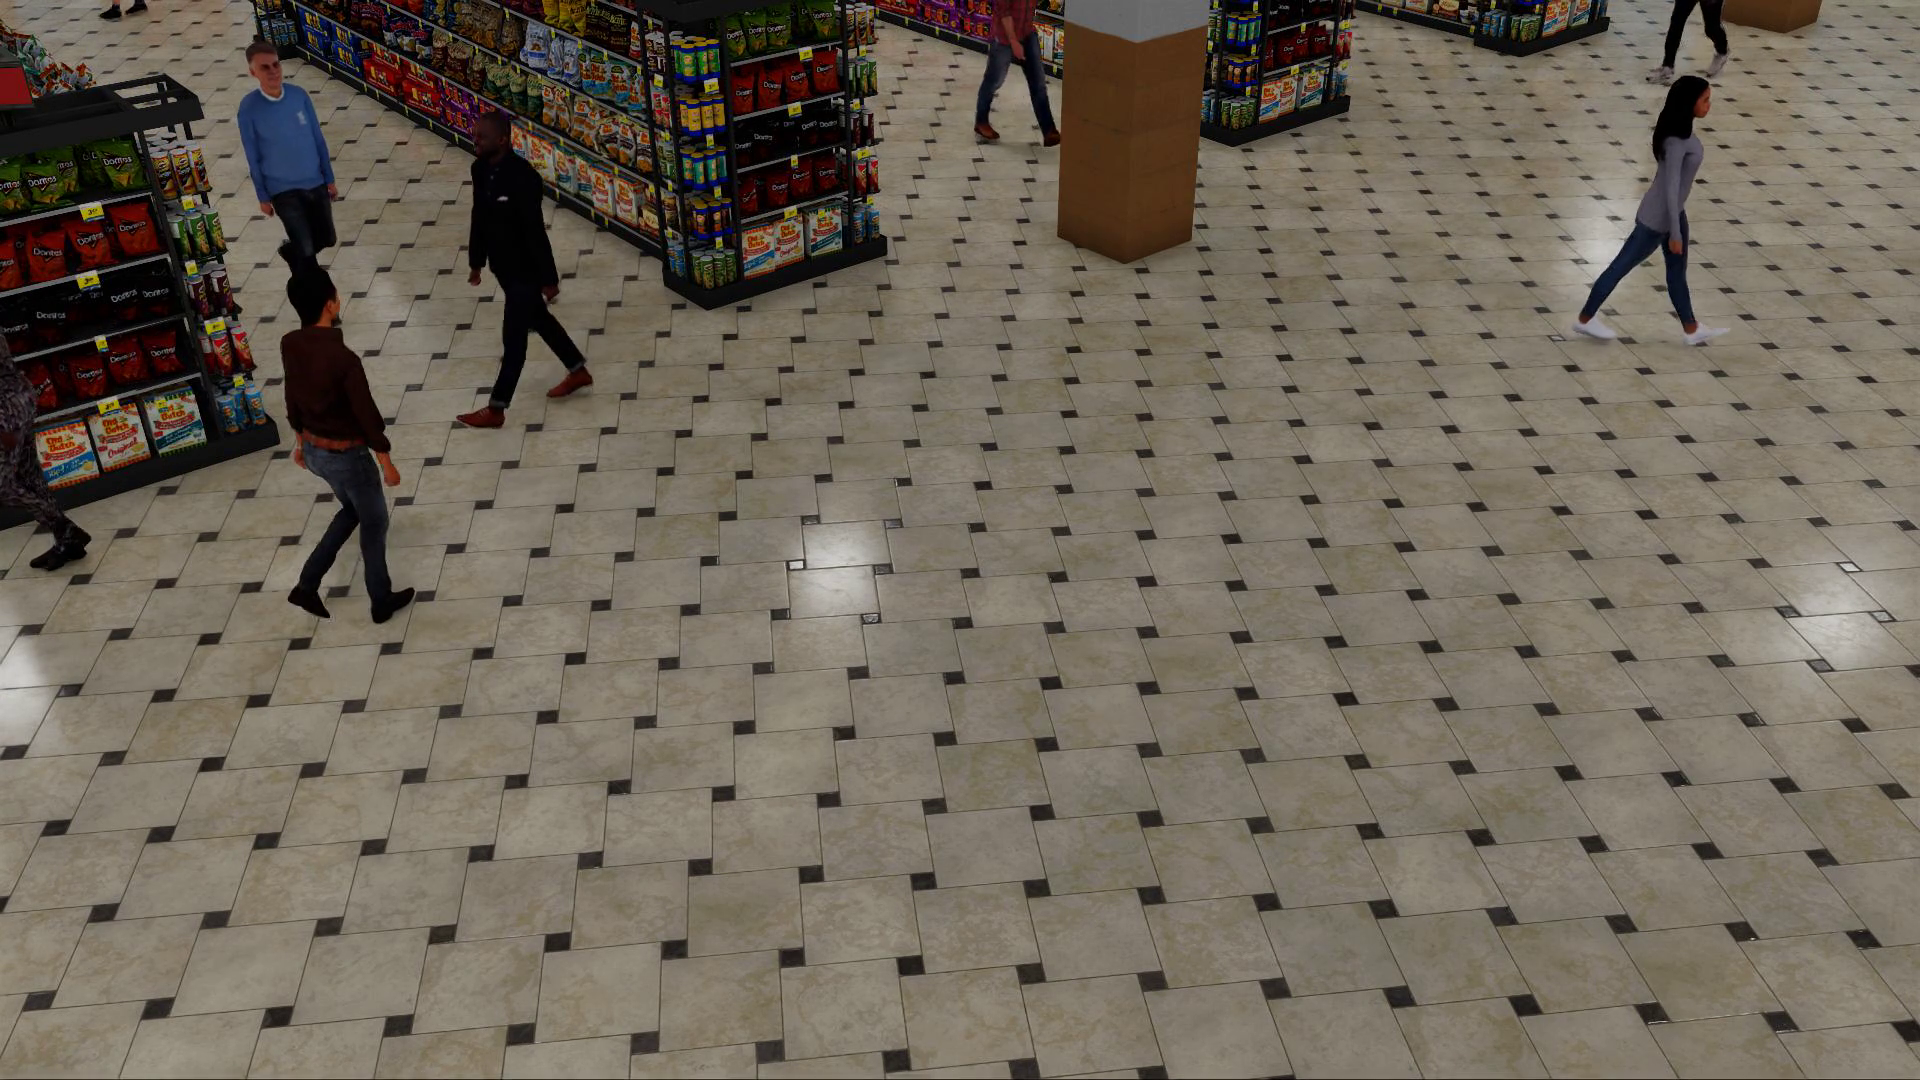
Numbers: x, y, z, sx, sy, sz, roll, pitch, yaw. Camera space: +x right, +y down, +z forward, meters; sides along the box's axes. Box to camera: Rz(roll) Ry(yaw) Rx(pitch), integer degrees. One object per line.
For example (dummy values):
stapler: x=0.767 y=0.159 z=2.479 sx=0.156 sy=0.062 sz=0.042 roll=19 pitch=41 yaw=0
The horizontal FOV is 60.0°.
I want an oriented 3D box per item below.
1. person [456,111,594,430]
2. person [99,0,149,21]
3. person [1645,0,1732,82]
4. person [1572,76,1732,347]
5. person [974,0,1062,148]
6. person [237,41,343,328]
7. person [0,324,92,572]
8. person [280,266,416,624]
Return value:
person: x=-2.408 y=-1.531 z=9.407 sx=0.766 sy=1.767 sz=1.082 roll=-24 pitch=39 yaw=-34
person: x=-8.660 y=-6.126 z=17.114 sx=0.784 sy=1.427 sz=0.695 roll=23 pitch=39 yaw=32
person: x=6.831 y=-5.076 z=15.066 sx=0.851 sy=1.807 sz=1.111 roll=-18 pitch=36 yaw=-26
person: x=4.167 y=-1.963 z=10.177 sx=1.230 sy=1.686 sz=0.953 roll=14 pitch=35 yaw=21
person: x=0.354 y=-4.080 z=13.496 sx=0.730 sy=1.773 sz=1.222 roll=-26 pitch=40 yaw=-36
person: x=-4.265 y=-2.286 z=10.591 sx=1.061 sy=1.797 sz=0.752 roll=26 pitch=40 yaw=35
person: x=-4.517 y=-0.636 z=8.036 sx=0.725 sy=1.694 sz=0.623 roll=-15 pitch=35 yaw=-23
person: x=-2.870 y=-0.337 z=7.494 sx=0.859 sy=1.760 sz=0.872 roll=21 pitch=37 yaw=29
